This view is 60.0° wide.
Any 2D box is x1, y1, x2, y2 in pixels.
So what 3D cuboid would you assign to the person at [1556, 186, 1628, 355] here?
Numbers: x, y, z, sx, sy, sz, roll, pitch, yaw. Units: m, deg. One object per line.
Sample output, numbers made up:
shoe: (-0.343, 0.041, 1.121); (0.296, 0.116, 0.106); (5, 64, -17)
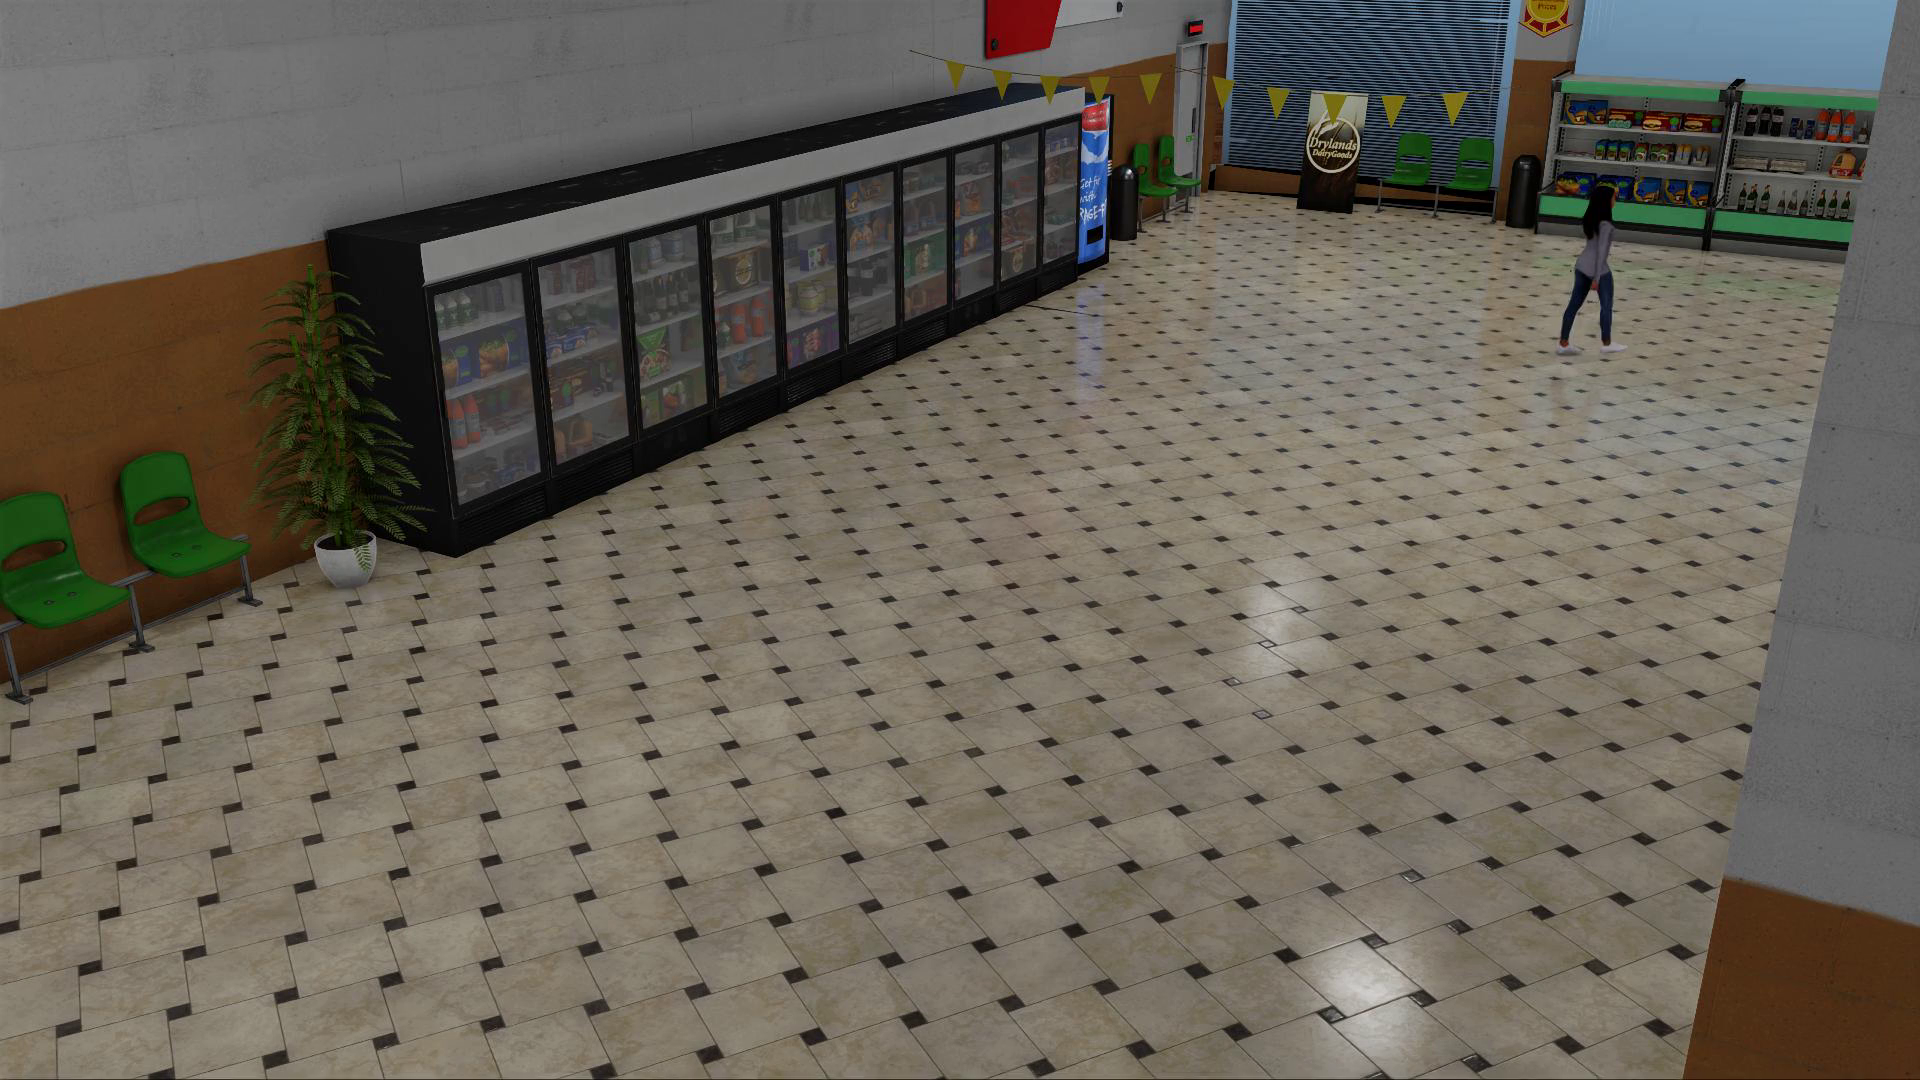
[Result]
person: (6.300, -2.705, 16.852); (1.012, 1.712, 0.933); (-5, 22, -11)
